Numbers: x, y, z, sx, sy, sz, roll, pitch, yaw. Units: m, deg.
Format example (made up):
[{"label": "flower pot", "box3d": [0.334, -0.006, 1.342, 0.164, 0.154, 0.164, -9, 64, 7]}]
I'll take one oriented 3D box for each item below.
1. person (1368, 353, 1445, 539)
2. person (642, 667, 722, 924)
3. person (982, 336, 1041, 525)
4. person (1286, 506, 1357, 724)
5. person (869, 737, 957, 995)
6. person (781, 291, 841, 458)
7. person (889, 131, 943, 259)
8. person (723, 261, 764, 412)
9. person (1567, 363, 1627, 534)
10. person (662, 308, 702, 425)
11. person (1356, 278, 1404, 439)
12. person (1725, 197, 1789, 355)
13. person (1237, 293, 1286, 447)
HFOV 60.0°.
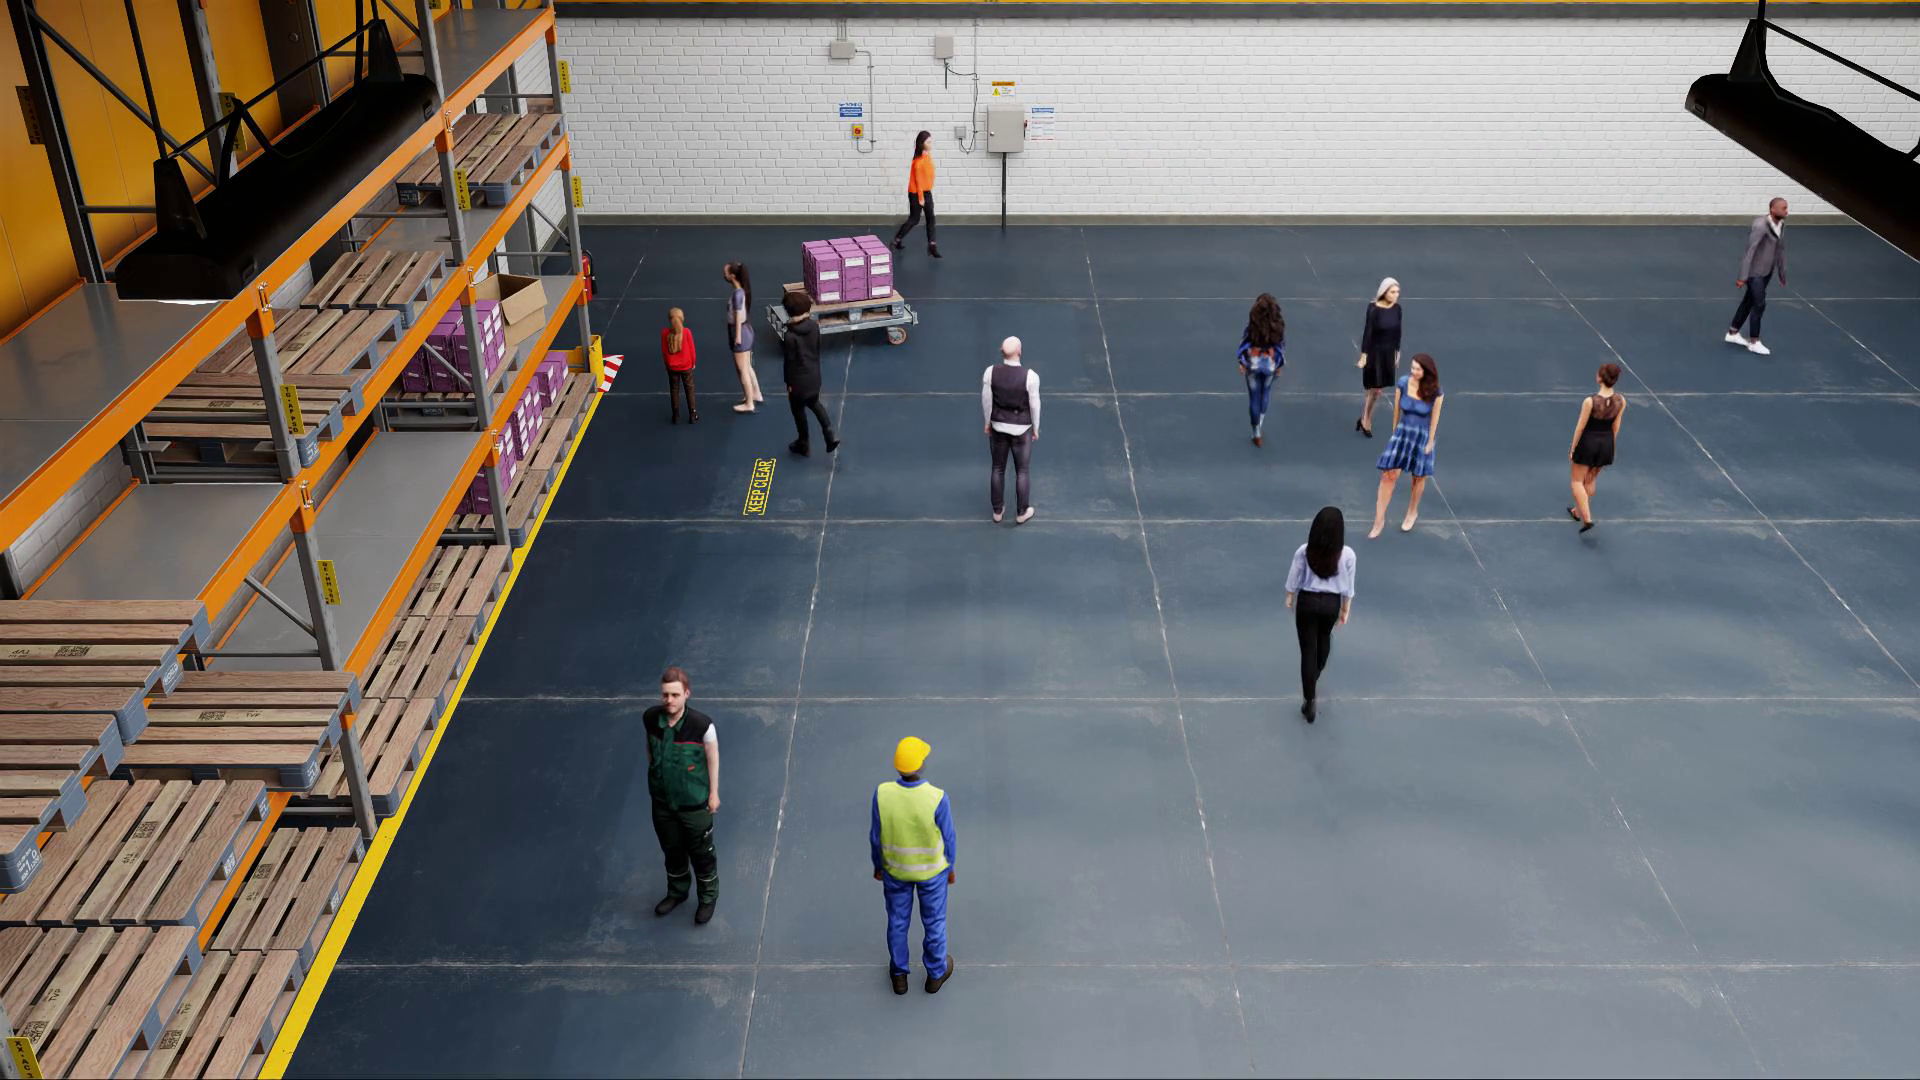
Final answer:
[{"label": "person", "box3d": [4.169, -0.882, 15.192, 0.922, 1.785, 1.024, 18, 33, 30]}, {"label": "person", "box3d": [-1.764, 1.612, 10.559, 0.714, 1.843, 0.693, 9, 30, 15]}, {"label": "person", "box3d": [0.468, -1.018, 15.402, 0.742, 1.822, 0.671, 6, 29, 12]}, {"label": "person", "box3d": [2.708, 0.594, 12.557, 0.641, 1.716, 0.941, 0, 29, -1]}, {"label": "person", "box3d": [-0.281, 1.948, 9.973, 0.687, 1.813, 0.587, 3, 29, 5]}, {"label": "person", "box3d": [-1.499, -1.608, 16.543, 0.979, 1.765, 0.931, 26, 38, 38]}, {"label": "person", "box3d": [-0.595, -4.563, 22.022, 0.955, 1.705, 1.026, 10, 30, 17]}, {"label": "person", "box3d": [-2.294, -2.174, 17.707, 0.649, 1.644, 0.480, 2, 29, 4]}, {"label": "person", "box3d": [5.809, -0.819, 15.198, 0.632, 1.668, 0.917, -3, 29, -5]}, {"label": "person", "box3d": [-2.945, -1.838, 17.470, 0.482, 1.280, 0.501, 0, 29, 0]}, {"label": "person", "box3d": [4.242, -1.887, 17.084, 0.739, 1.736, 0.801, -12, 31, -21]}, {"label": "person", "box3d": [9.164, -3.105, 19.251, 0.989, 1.799, 1.058, -18, 33, -29]}, {"label": "person", "box3d": [3.075, -1.714, 16.906, 0.627, 1.604, 0.719, 0, 29, -1]}]
